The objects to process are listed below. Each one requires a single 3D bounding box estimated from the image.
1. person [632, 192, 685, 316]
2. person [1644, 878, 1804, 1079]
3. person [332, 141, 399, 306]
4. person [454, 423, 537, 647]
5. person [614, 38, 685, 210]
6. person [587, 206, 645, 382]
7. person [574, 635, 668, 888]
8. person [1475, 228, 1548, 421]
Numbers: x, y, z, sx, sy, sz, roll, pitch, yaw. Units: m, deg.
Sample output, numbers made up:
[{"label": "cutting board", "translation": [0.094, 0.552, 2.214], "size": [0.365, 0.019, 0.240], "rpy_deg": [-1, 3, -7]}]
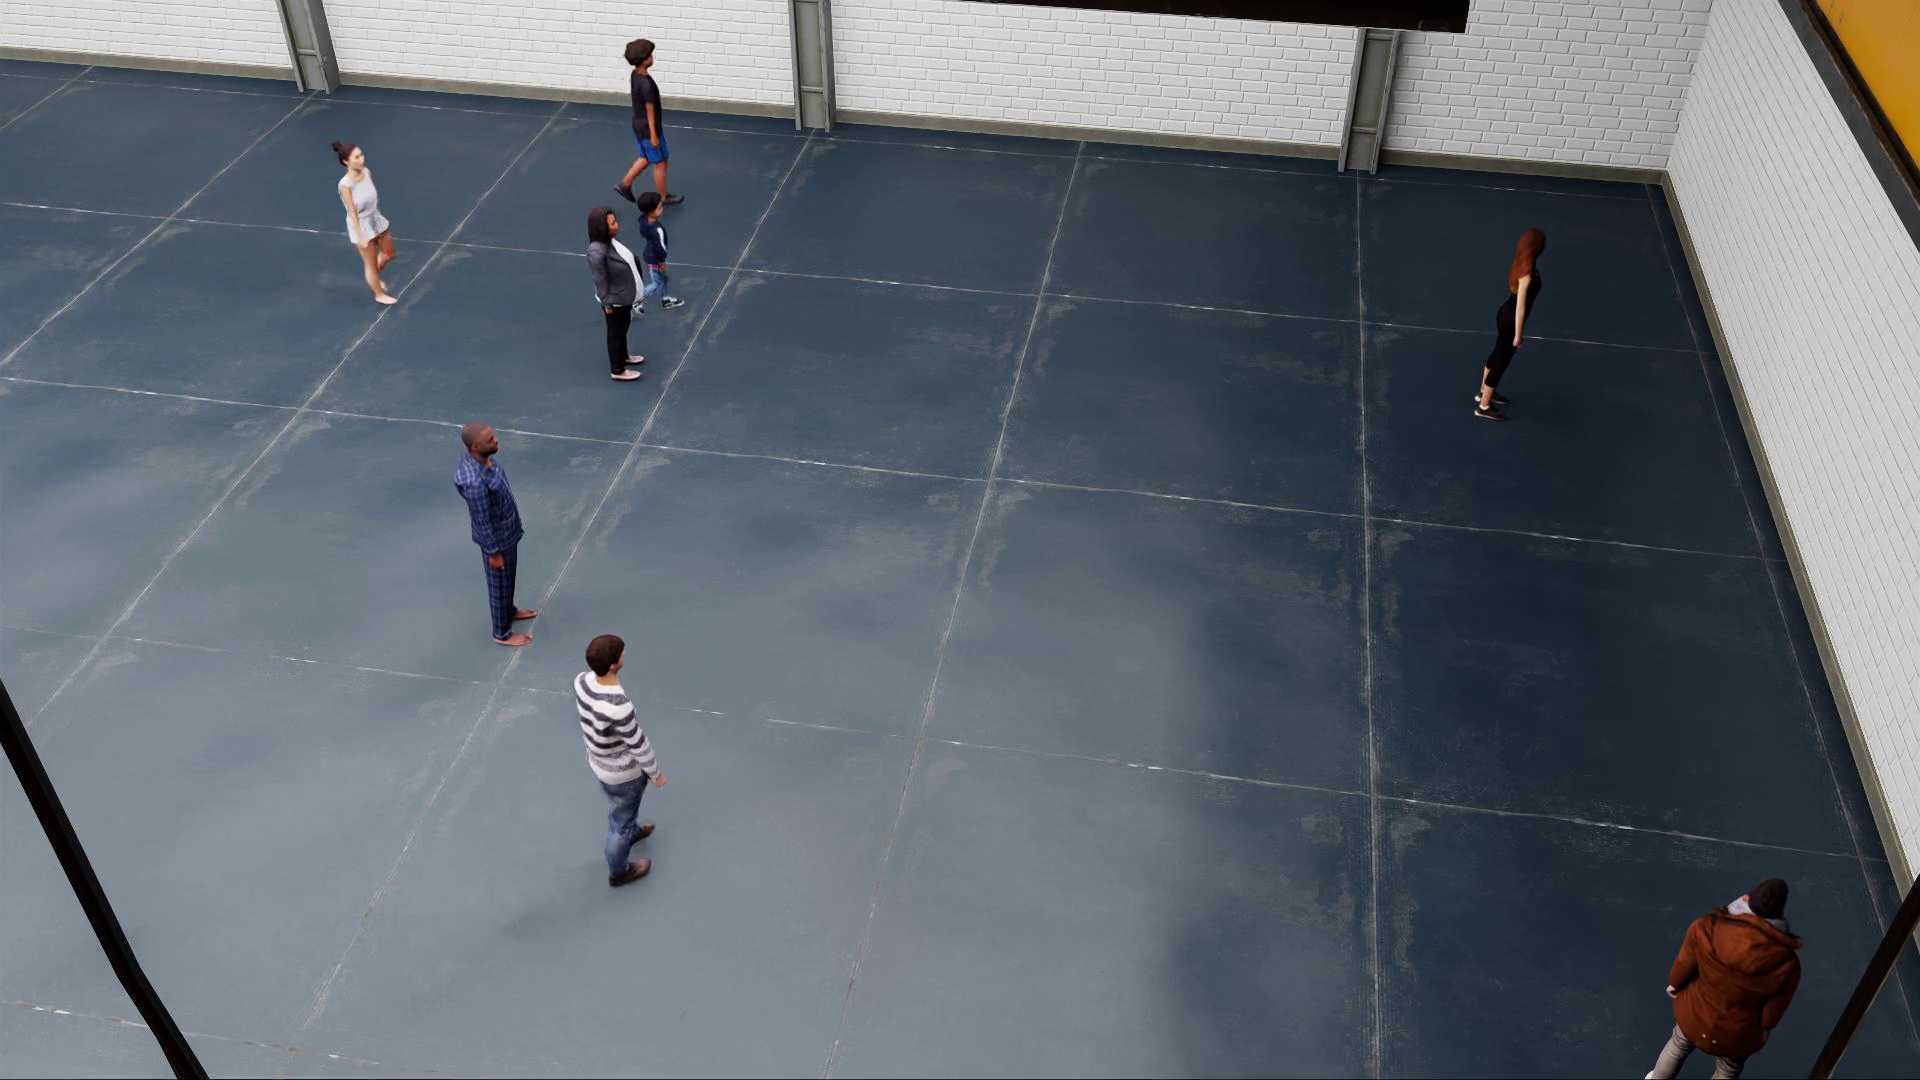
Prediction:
[{"label": "person", "translation": [-2.833, -2.603, 15.185], "size": [0.840, 1.211, 0.735], "rpy_deg": [-15, 41, -18]}, {"label": "person", "translation": [3.872, 2.381, 8.439], "size": [0.801, 1.841, 0.894], "rpy_deg": [25, 45, 28]}, {"label": "person", "translation": [-5.510, -2.893, 15.238], "size": [0.652, 1.598, 0.611], "rpy_deg": [13, 41, 16]}, {"label": "person", "translation": [-3.220, -0.057, 11.509], "size": [0.700, 1.820, 0.731], "rpy_deg": [-5, 39, -6]}, {"label": "person", "translation": [-3.190, -4.103, 16.603], "size": [1.024, 1.784, 0.895], "rpy_deg": [-16, 41, -19]}, {"label": "person", "translation": [-2.970, -2.121, 14.275], "size": [0.697, 1.593, 0.705], "rpy_deg": [0, 39, 0]}, {"label": "person", "translation": [-2.087, 1.355, 9.732], "size": [0.888, 1.831, 0.825], "rpy_deg": [-25, 45, -28]}, {"label": "person", "translation": [4.558, -1.807, 13.777], "size": [0.504, 1.724, 0.545], "rpy_deg": [6, 39, 8]}]
